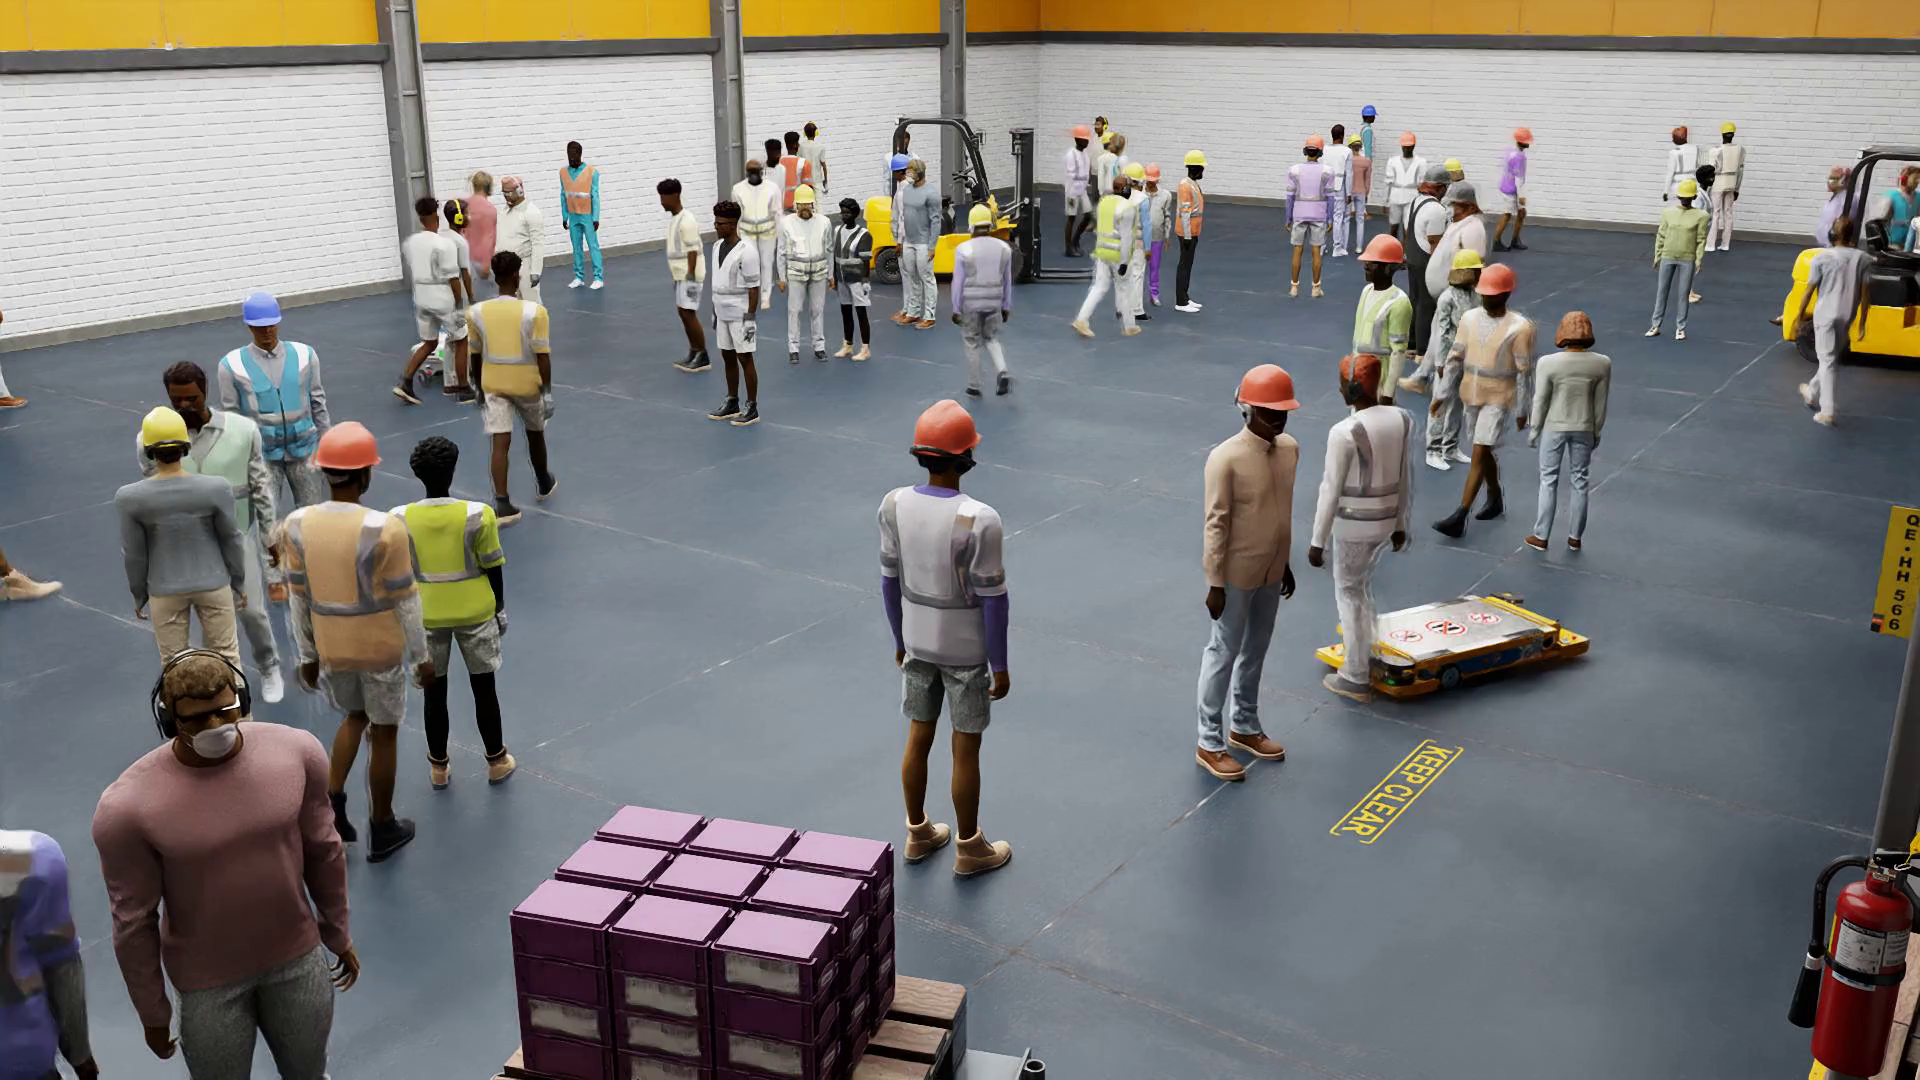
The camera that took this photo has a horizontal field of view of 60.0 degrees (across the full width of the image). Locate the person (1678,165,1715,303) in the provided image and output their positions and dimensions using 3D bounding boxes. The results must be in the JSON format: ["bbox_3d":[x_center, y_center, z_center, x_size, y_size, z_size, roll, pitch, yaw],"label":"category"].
[{"bbox_3d":[9.214,-3.825,20.778,0.319,1.696,0.532,10,20,29],"label":"person"}]

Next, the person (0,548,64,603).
[{"bbox_3d":[-6.200,-0.532,10.025,1.062,1.990,0.628,-8,19,-23],"label":"person"}]

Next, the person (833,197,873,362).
[{"bbox_3d":[-1.118,-2.706,17.287,0.533,1.694,0.320,16,24,40],"label":"person"}]

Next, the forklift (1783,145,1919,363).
[{"bbox_3d":[9.803,-2.879,17.013,2.313,2.155,1.214,12,21,33],"label":"forklift"}]

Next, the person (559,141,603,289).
[{"bbox_3d":[-4.950,-4.251,21.779,0.585,1.909,0.390,7,19,20],"label":"person"}]

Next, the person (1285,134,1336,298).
[{"bbox_3d":[4.417,-4.083,21.025,0.611,2.043,0.375,5,18,15],"label":"person"}]

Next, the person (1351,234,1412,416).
[{"bbox_3d":[2.932,-1.143,11.820,0.364,2.048,0.608,-5,18,-15],"label":"person"}]

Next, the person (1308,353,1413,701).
[{"bbox_3d":[2.077,-0.066,8.739,0.610,1.869,0.455,-13,22,-35],"label":"person"}]

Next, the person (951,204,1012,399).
[{"bbox_3d":[0.211,-2.193,15.463,0.590,1.822,0.528,-8,19,-23],"label":"person"}]

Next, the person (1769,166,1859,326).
[{"bbox_3d":[9.982,-3.313,18.952,1.044,1.854,0.635,2,18,6],"label":"person"}]

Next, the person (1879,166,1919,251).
[{"bbox_3d":[10.984,-3.427,19.355,0.592,1.796,0.944,-10,20,-29],"label":"person"}]

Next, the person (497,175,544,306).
[{"bbox_3d":[-4.606,-2.843,17.374,0.639,1.903,0.409,14,22,37],"label":"person"}]

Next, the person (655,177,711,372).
[{"bbox_3d":[-2.803,-2.670,16.766,0.458,1.943,0.635,-7,19,-21],"label":"person"}]

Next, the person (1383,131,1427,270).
[{"bbox_3d":[6.285,-4.808,23.519,0.556,1.941,0.601,6,19,19],"label":"person"}]

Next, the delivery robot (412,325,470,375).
[{"bbox_3d":[-5.076,-1.866,16.345,0.477,0.478,0.707,4,18,11],"label":"delivery robot"}]

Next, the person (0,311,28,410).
[{"bbox_3d":[-8.943,-2.153,15.159,0.604,1.937,0.402,11,21,30],"label":"person"}]

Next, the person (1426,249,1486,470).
[{"bbox_3d":[3.965,-1.440,13.237,0.491,1.746,0.285,-14,22,-36],"label":"person"}]

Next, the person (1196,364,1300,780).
[{"bbox_3d":[1.386,0.147,7.874,0.625,1.992,0.398,-15,23,-39],"label":"person"}]

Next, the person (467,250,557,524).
[{"bbox_3d":[-3.210,-1.124,11.976,0.621,1.914,1.032,1,18,2],"label":"person"}]

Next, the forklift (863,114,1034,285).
[{"bbox_3d":[-0.171,-4.594,22.377,2.313,2.155,1.214,1,18,3],"label":"forklift"}]

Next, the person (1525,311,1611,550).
[{"bbox_3d":[4.076,-0.725,11.183,0.497,1.633,0.289,0,18,1],"label":"person"}]

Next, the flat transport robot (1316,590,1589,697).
[{"bbox_3d":[2.777,0.564,9.350,1.431,0.197,0.652,-9,20,-26],"label":"flat transport robot"}]

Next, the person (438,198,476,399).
[{"bbox_3d":[-4.716,-2.262,15.638,0.355,1.861,0.512,-17,24,-42],"label":"person"}]

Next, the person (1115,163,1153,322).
[{"bbox_3d":[2.035,-3.476,19.456,0.404,1.836,0.600,-14,22,-36],"label":"person"}]

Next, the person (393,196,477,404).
[{"bbox_3d":[-4.830,-2.174,15.271,0.644,1.924,0.680,10,20,29],"label":"person"}]

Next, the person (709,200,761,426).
[{"bbox_3d":[-1.993,-1.994,14.615,0.362,1.965,0.612,-16,24,-40],"label":"person"}]

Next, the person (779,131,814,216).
[{"bbox_3d":[-2.263,-4.585,22.718,0.607,1.967,0.367,6,19,19],"label":"person"}]

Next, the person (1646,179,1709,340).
[{"bbox_3d":[7.960,-3.109,18.431,0.523,1.764,0.323,12,21,32],"label":"person"}]

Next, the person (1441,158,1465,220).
[{"bbox_3d":[6.209,-3.962,21.139,0.313,1.738,0.483,3,18,8],"label":"person"}]

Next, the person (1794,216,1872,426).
[{"bbox_3d":[7.754,-1.980,14.854,0.518,1.786,0.986,0,18,1],"label":"person"}]

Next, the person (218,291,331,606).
[{"bbox_3d":[-4.154,-0.559,10.170,0.610,1.944,0.398,-12,21,-32],"label":"person"}]

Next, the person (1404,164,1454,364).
[{"bbox_3d":[4.876,-2.850,17.170,0.538,2.000,0.690,-2,18,-7],"label":"person"}]
